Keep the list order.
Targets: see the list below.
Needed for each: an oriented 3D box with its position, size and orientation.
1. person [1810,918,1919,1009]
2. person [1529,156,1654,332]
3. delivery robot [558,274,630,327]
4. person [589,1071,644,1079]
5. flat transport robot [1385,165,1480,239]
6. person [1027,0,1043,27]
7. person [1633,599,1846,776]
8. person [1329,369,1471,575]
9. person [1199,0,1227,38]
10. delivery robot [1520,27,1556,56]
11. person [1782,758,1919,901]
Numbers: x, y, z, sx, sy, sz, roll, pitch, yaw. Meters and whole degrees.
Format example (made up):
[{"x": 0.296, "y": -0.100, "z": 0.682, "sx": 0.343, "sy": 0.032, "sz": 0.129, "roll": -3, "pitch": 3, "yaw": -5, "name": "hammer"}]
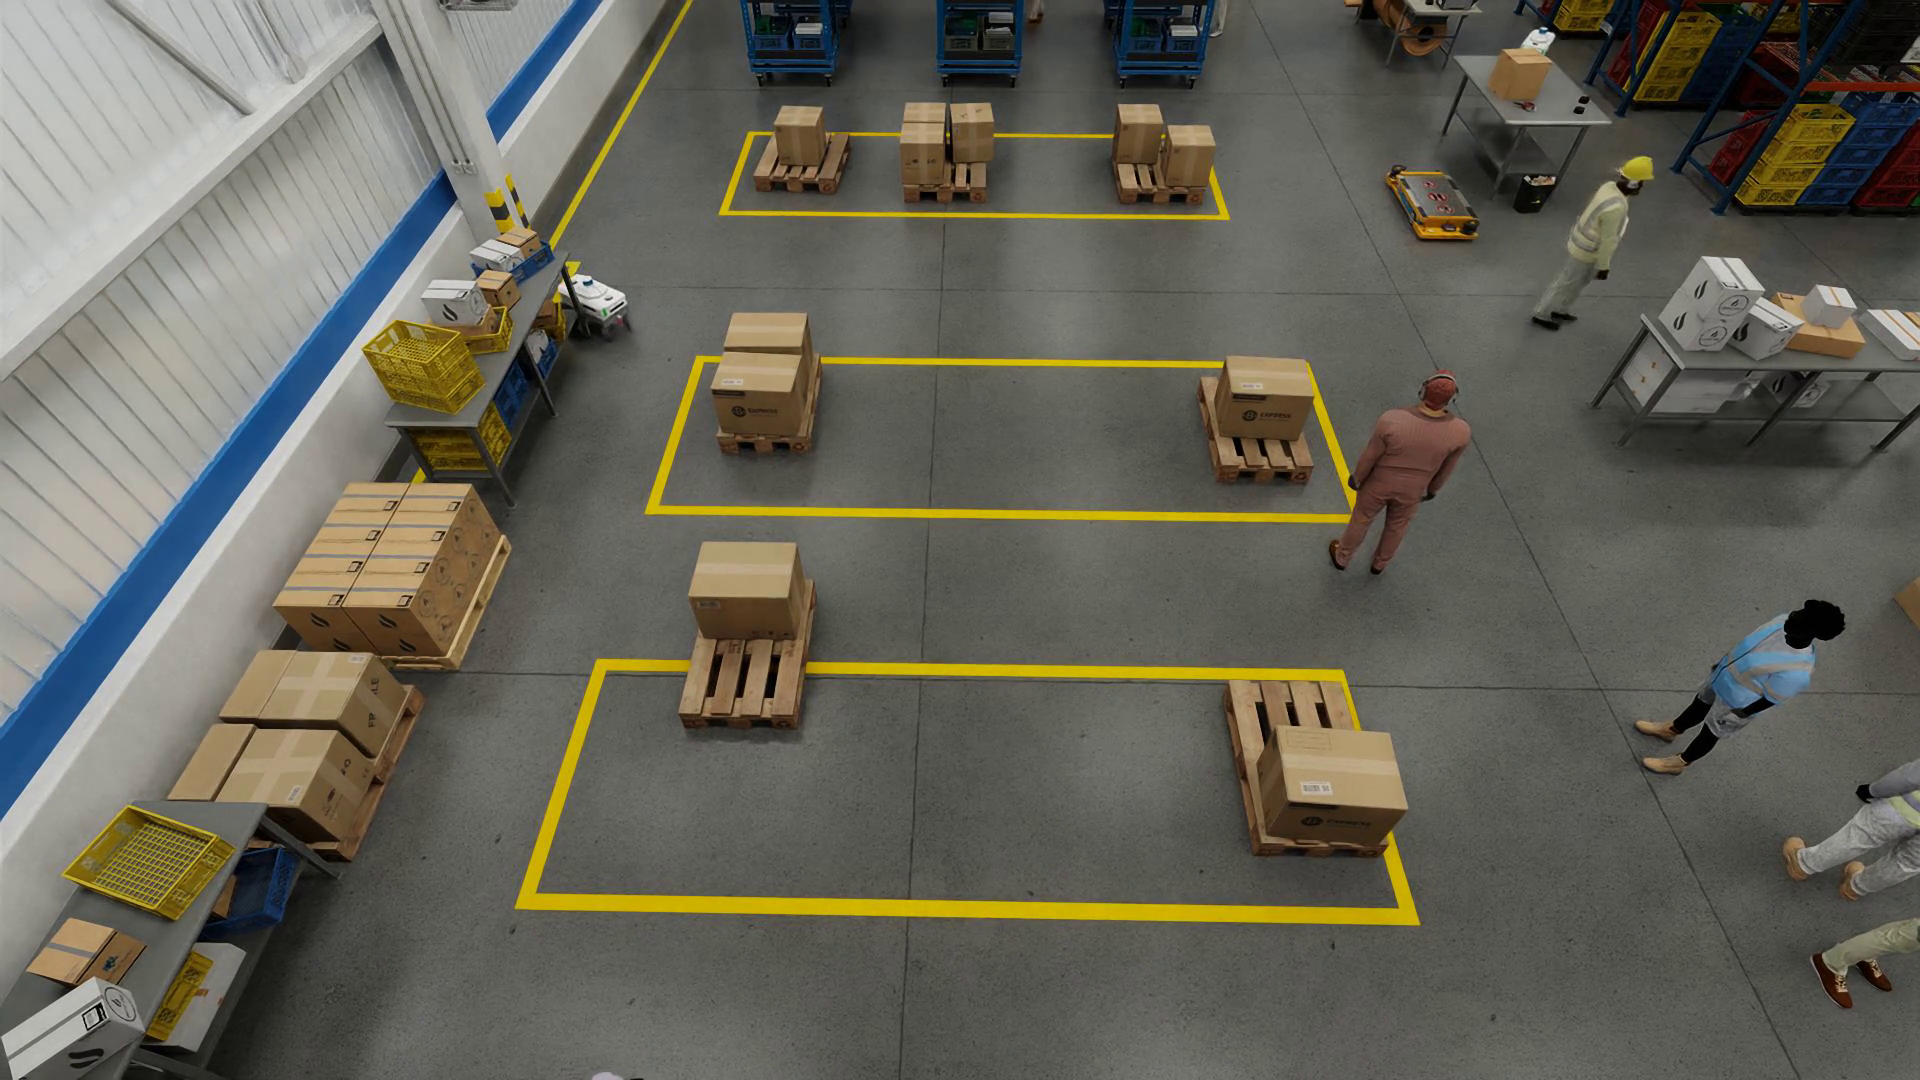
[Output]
[{"x": 5.287, "y": 1.971, "z": 4.758, "sx": 0.519, "sy": 1.874, "sz": 0.327, "roll": -12, "pitch": 50, "yaw": -10, "name": "person"}, {"x": 6.216, "y": -2.825, "z": 8.946, "sx": 0.542, "sy": 1.817, "sz": 0.618, "roll": 21, "pitch": 52, "yaw": 17, "name": "person"}, {"x": -3.762, "y": -2.478, "z": 9.414, "sx": 0.707, "sy": 0.478, "sz": 0.477, "roll": 26, "pitch": 54, "yaw": 20, "name": "delivery robot"}, {"x": -1.335, "y": 2.744, "z": 4.070, "sx": 0.401, "sy": 1.909, "sz": 0.613, "roll": -34, "pitch": 57, "yaw": -26, "name": "person"}, {"x": 5.692, "y": -4.094, "z": 11.059, "sx": 0.652, "sy": 0.197, "sz": 1.431, "roll": 1, "pitch": 49, "yaw": 1, "name": "flat transport robot"}, {"x": 1.253, "y": -9.133, "z": 14.312, "sx": 0.671, "sy": 1.958, "sz": 0.668, "roll": 22, "pitch": 53, "yaw": 18, "name": "person"}, {"x": 4.883, "y": 0.935, "z": 5.768, "sx": 0.318, "sy": 1.697, "sz": 0.534, "roll": 14, "pitch": 51, "yaw": 12, "name": "person"}, {"x": 3.261, "y": -0.472, "z": 6.851, "sx": 0.652, "sy": 1.904, "sz": 0.402, "roll": 10, "pitch": 50, "yaw": 8, "name": "person"}, {"x": 4.027, "y": -8.693, "z": 14.146, "sx": 0.314, "sy": 1.632, "sz": 0.518, "roll": -26, "pitch": 54, "yaw": -21, "name": "person"}, {"x": 8.580, "y": -7.355, "z": 13.635, "sx": 0.477, "sy": 0.478, "sz": 0.707, "roll": 29, "pitch": 55, "yaw": 23, "name": "delivery robot"}, {"x": 5.485, "y": 1.523, "z": 5.170, "sx": 0.621, "sy": 1.837, "sz": 0.429, "roll": 25, "pitch": 54, "yaw": 20, "name": "person"}]
